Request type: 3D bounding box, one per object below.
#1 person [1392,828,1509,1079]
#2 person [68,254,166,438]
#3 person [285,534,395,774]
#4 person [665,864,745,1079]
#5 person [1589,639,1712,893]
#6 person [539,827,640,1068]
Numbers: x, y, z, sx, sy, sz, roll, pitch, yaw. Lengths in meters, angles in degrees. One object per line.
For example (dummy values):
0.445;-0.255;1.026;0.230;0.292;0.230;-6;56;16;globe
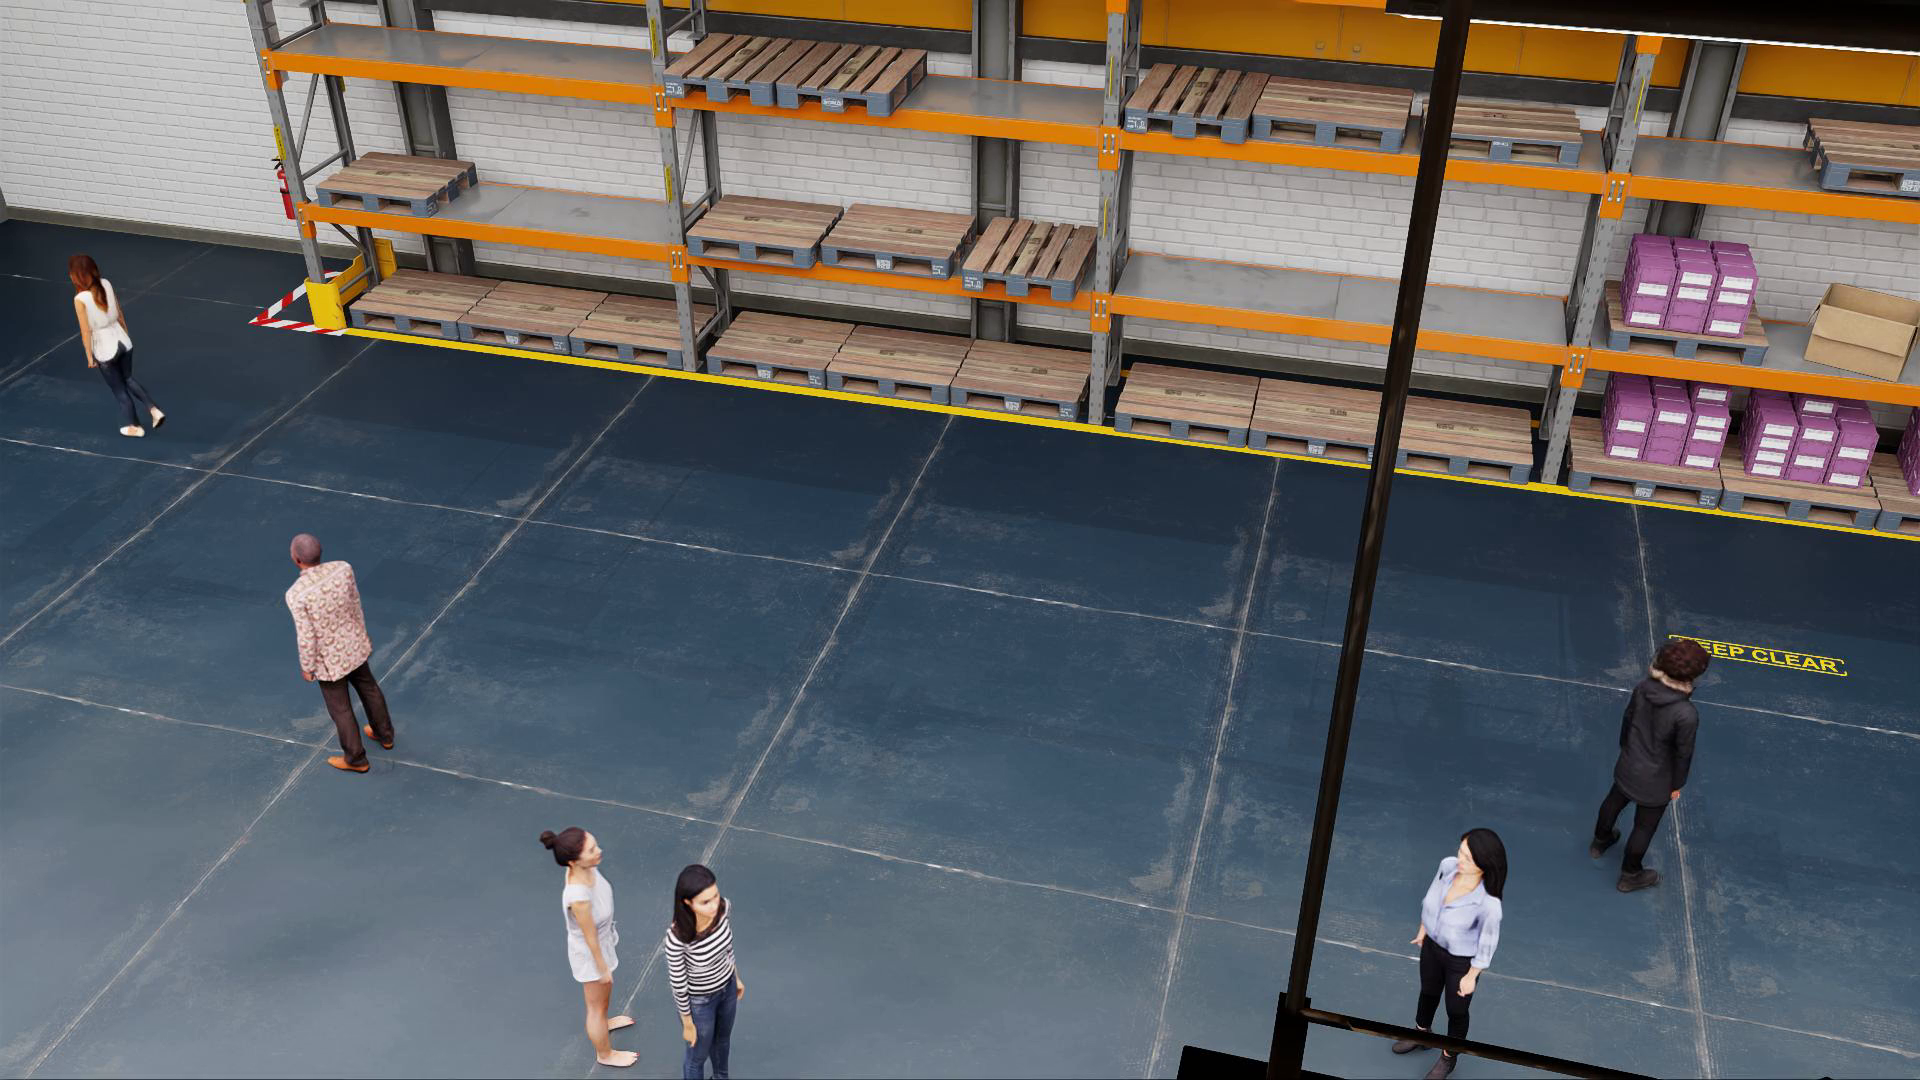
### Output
2.611;2.194;8.797;0.771;1.744;0.727;-15;36;-21;person
-7.359;-1.668;14.580;0.726;1.774;0.635;11;35;16;person
-4.093;0.734;10.937;0.678;1.807;0.734;17;37;24;person
-1.295;2.345;8.523;0.611;1.796;0.647;22;39;29;person
4.150;1.361;10.026;0.827;1.770;0.775;-14;36;-20;person
-1.981;2.170;8.958;0.687;1.605;0.658;-7;34;-10;person
